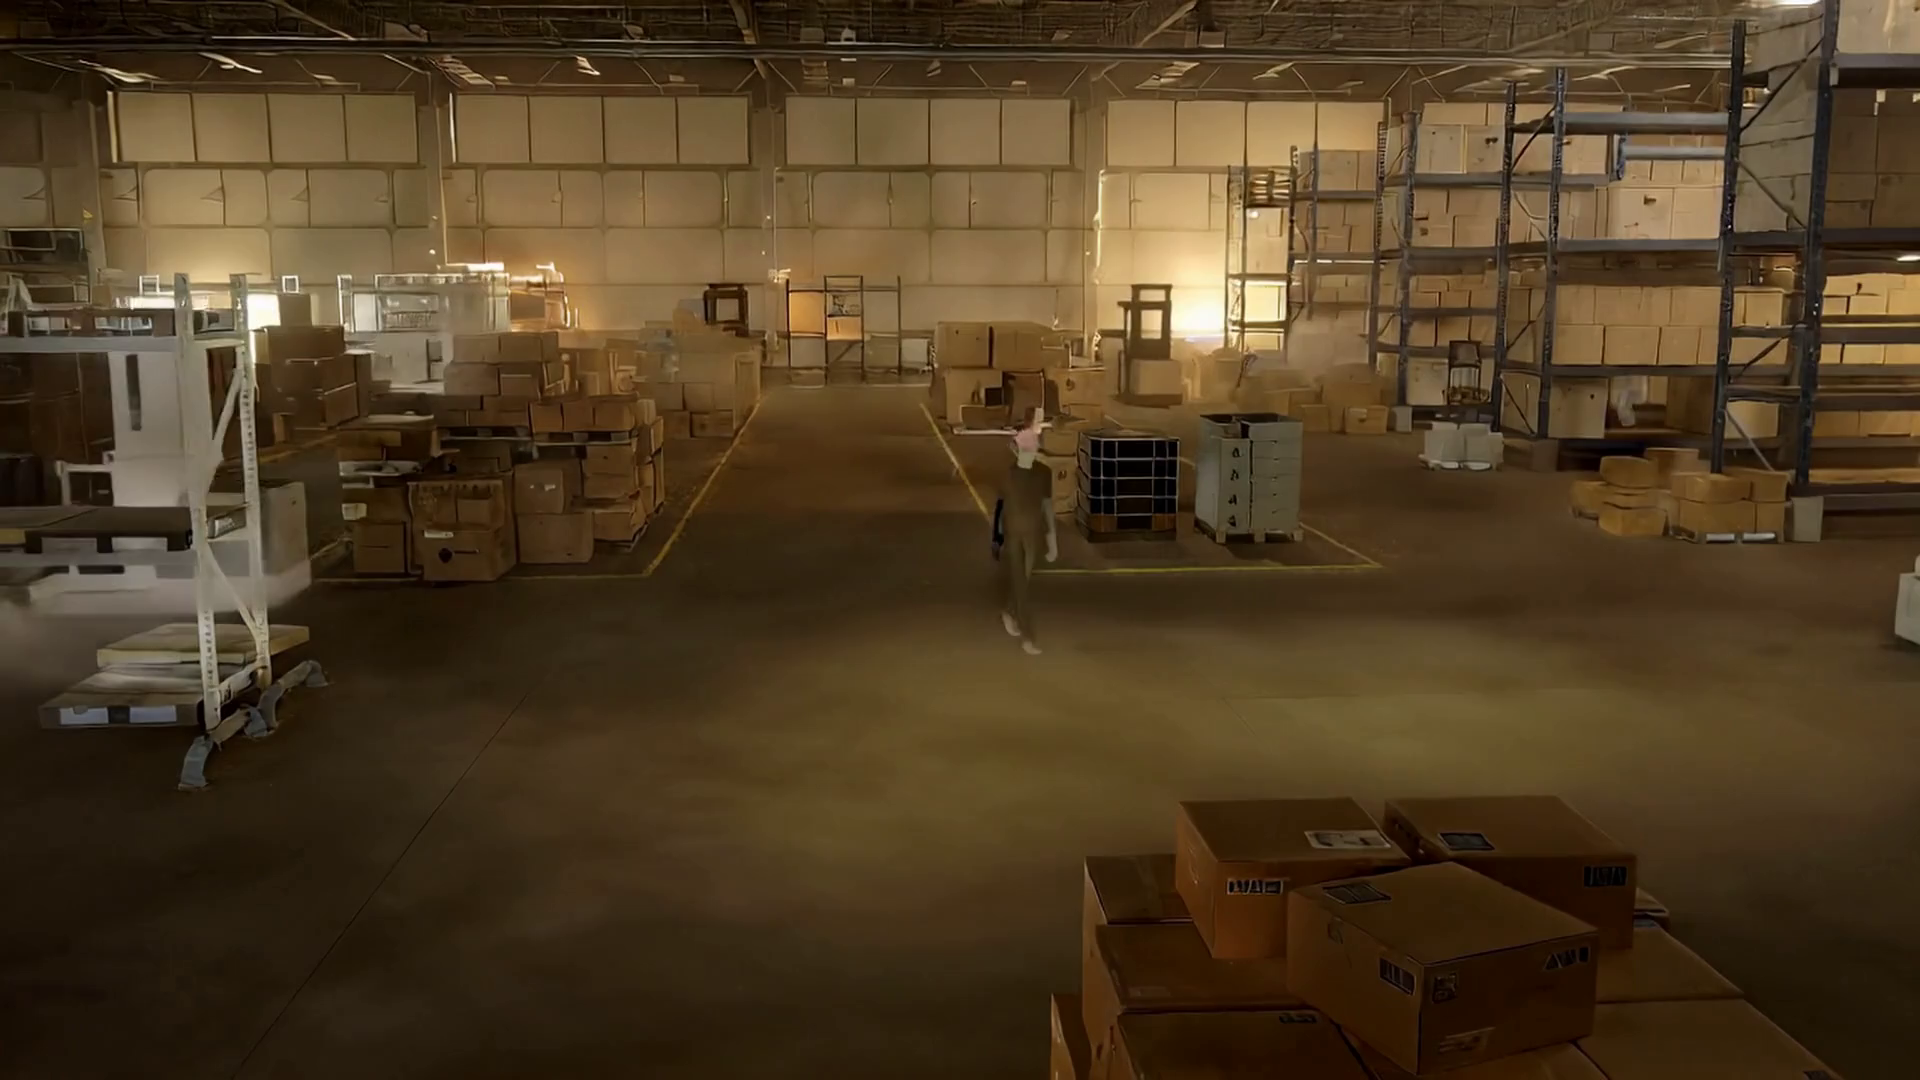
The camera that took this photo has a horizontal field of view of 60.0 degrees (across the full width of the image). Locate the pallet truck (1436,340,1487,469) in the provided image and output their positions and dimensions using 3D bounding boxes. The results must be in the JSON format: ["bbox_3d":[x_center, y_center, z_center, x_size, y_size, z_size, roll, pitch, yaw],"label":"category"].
[{"bbox_3d":[8.004,-2.170,26.422,0.823,1.965,1.885,2,9,14],"label":"pallet truck"}]

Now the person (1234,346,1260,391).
[{"bbox_3d":[5.924,-3.196,34.130,0.870,1.591,0.533,-8,12,-43],"label":"person"}]

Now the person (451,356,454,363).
[{"bbox_3d":[-8.800,-2.707,30.056,0.654,1.910,0.772,1,9,6],"label":"person"}]

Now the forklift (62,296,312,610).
[{"bbox_3d":[-7.114,-0.830,15.241,1.873,2.768,1.129,-1,9,-4],"label":"forklift"}]

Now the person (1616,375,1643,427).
[{"bbox_3d":[12.239,-2.762,30.678,0.684,1.821,0.662,0,9,1],"label":"person"}]

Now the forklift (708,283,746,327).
[{"bbox_3d":[-5.817,-5.040,41.677,1.129,2.768,1.873,-1,9,-4],"label":"forklift"}]

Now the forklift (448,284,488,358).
[{"bbox_3d":[-11.241,-4.489,38.218,1.873,2.768,1.129,5,10,29],"label":"forklift"}]

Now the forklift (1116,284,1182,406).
[{"bbox_3d":[4.419,-4.545,38.570,1.129,2.768,1.873,-2,9,-10],"label":"forklift"}]

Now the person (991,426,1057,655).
[{"bbox_3d":[0.502,-0.038,13.597,0.519,1.831,0.929,-4,10,-22],"label":"person"}]
